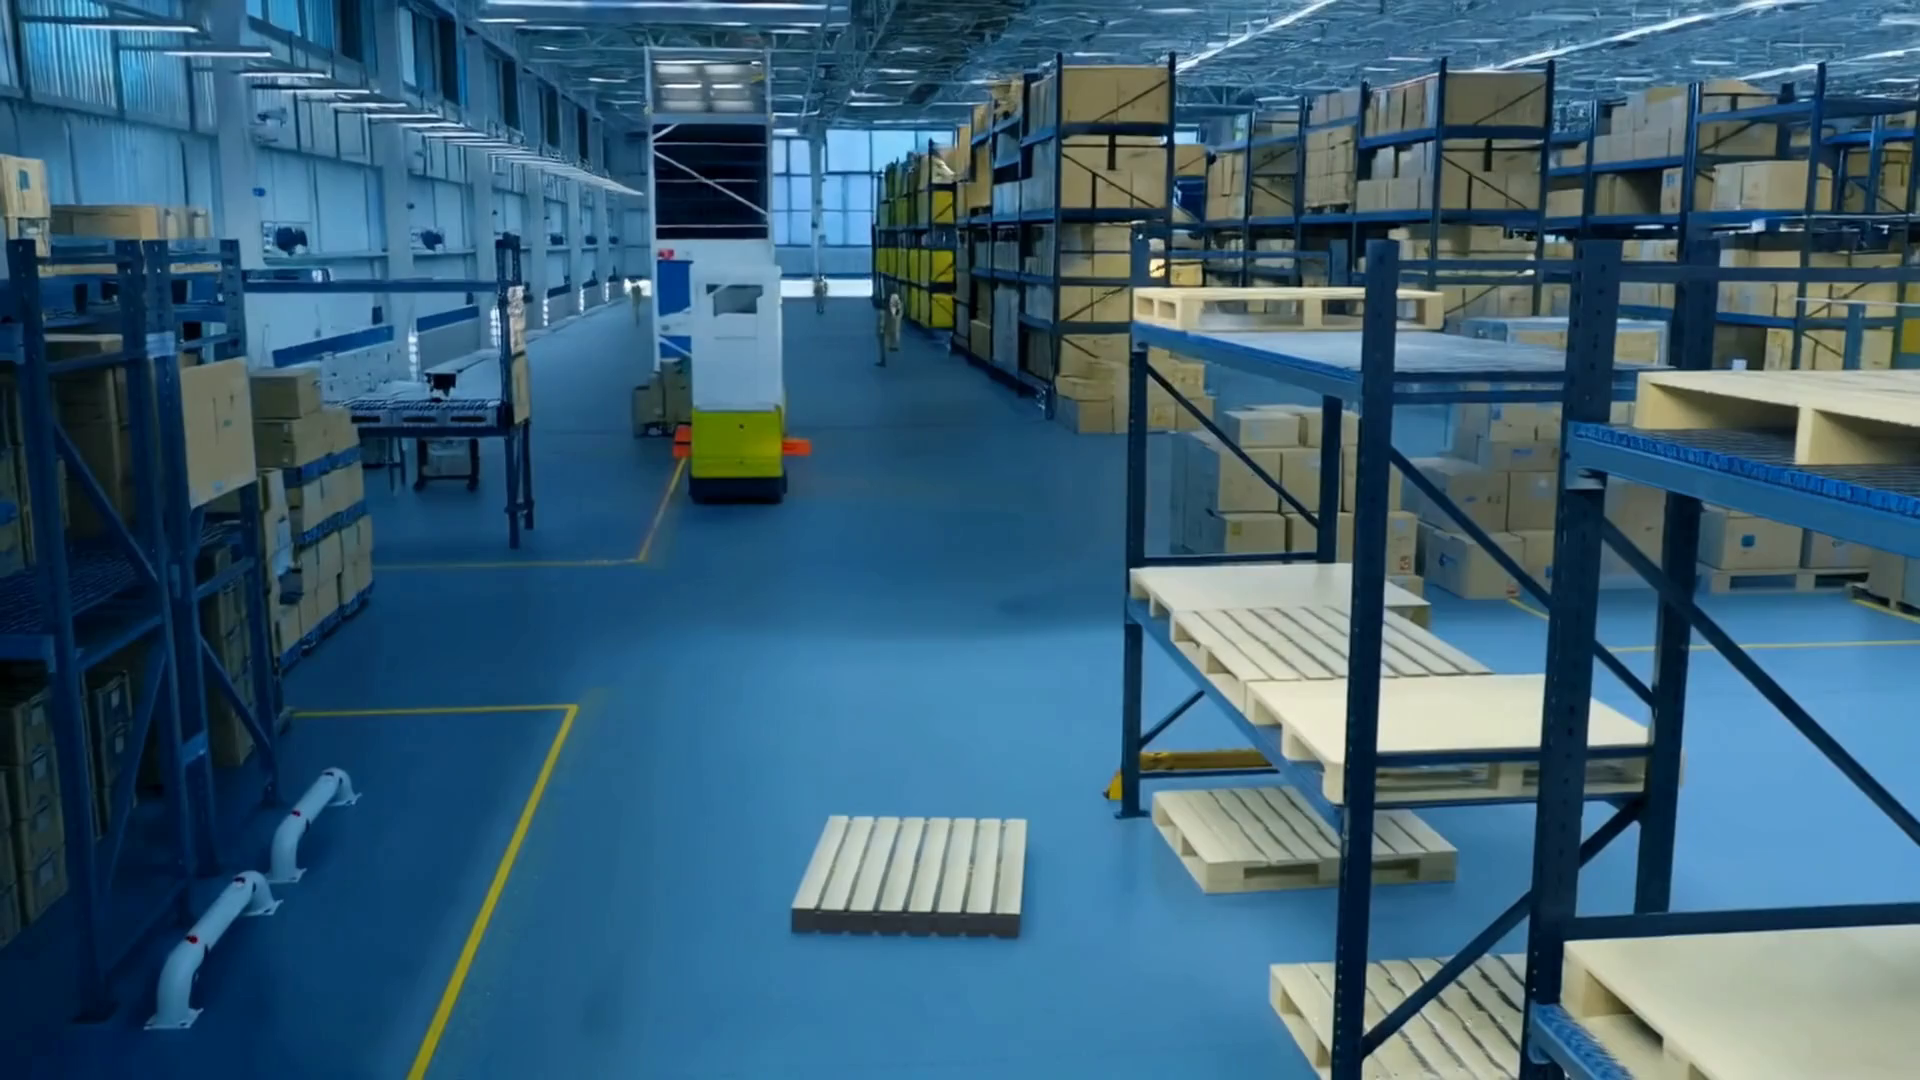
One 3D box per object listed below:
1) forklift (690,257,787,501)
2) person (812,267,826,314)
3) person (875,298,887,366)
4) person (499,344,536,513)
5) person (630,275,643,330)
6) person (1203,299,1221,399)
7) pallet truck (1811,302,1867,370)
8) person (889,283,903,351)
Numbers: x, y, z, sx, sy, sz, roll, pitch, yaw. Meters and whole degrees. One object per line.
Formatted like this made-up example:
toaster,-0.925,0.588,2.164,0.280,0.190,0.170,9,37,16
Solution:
forklift,-2.651,-1.956,19.773,1.129,2.768,1.873,-1,10,-6
person,-5.827,-10.313,68.760,0.543,1.922,0.402,-2,10,-12
person,-1.918,-5.020,40.205,0.285,1.634,0.499,-1,10,-4
person,-4.944,-1.270,18.583,0.377,1.940,0.628,-1,10,-4
person,-10.958,-8.042,56.374,0.430,1.845,0.622,-1,10,-4
person,4.836,-3.671,31.972,0.401,1.910,0.640,-1,10,-4
pallet truck,15.846,-3.142,28.793,1.885,1.965,0.823,2,10,12
person,-1.757,-6.129,45.764,0.395,1.844,0.564,-1,10,-4
